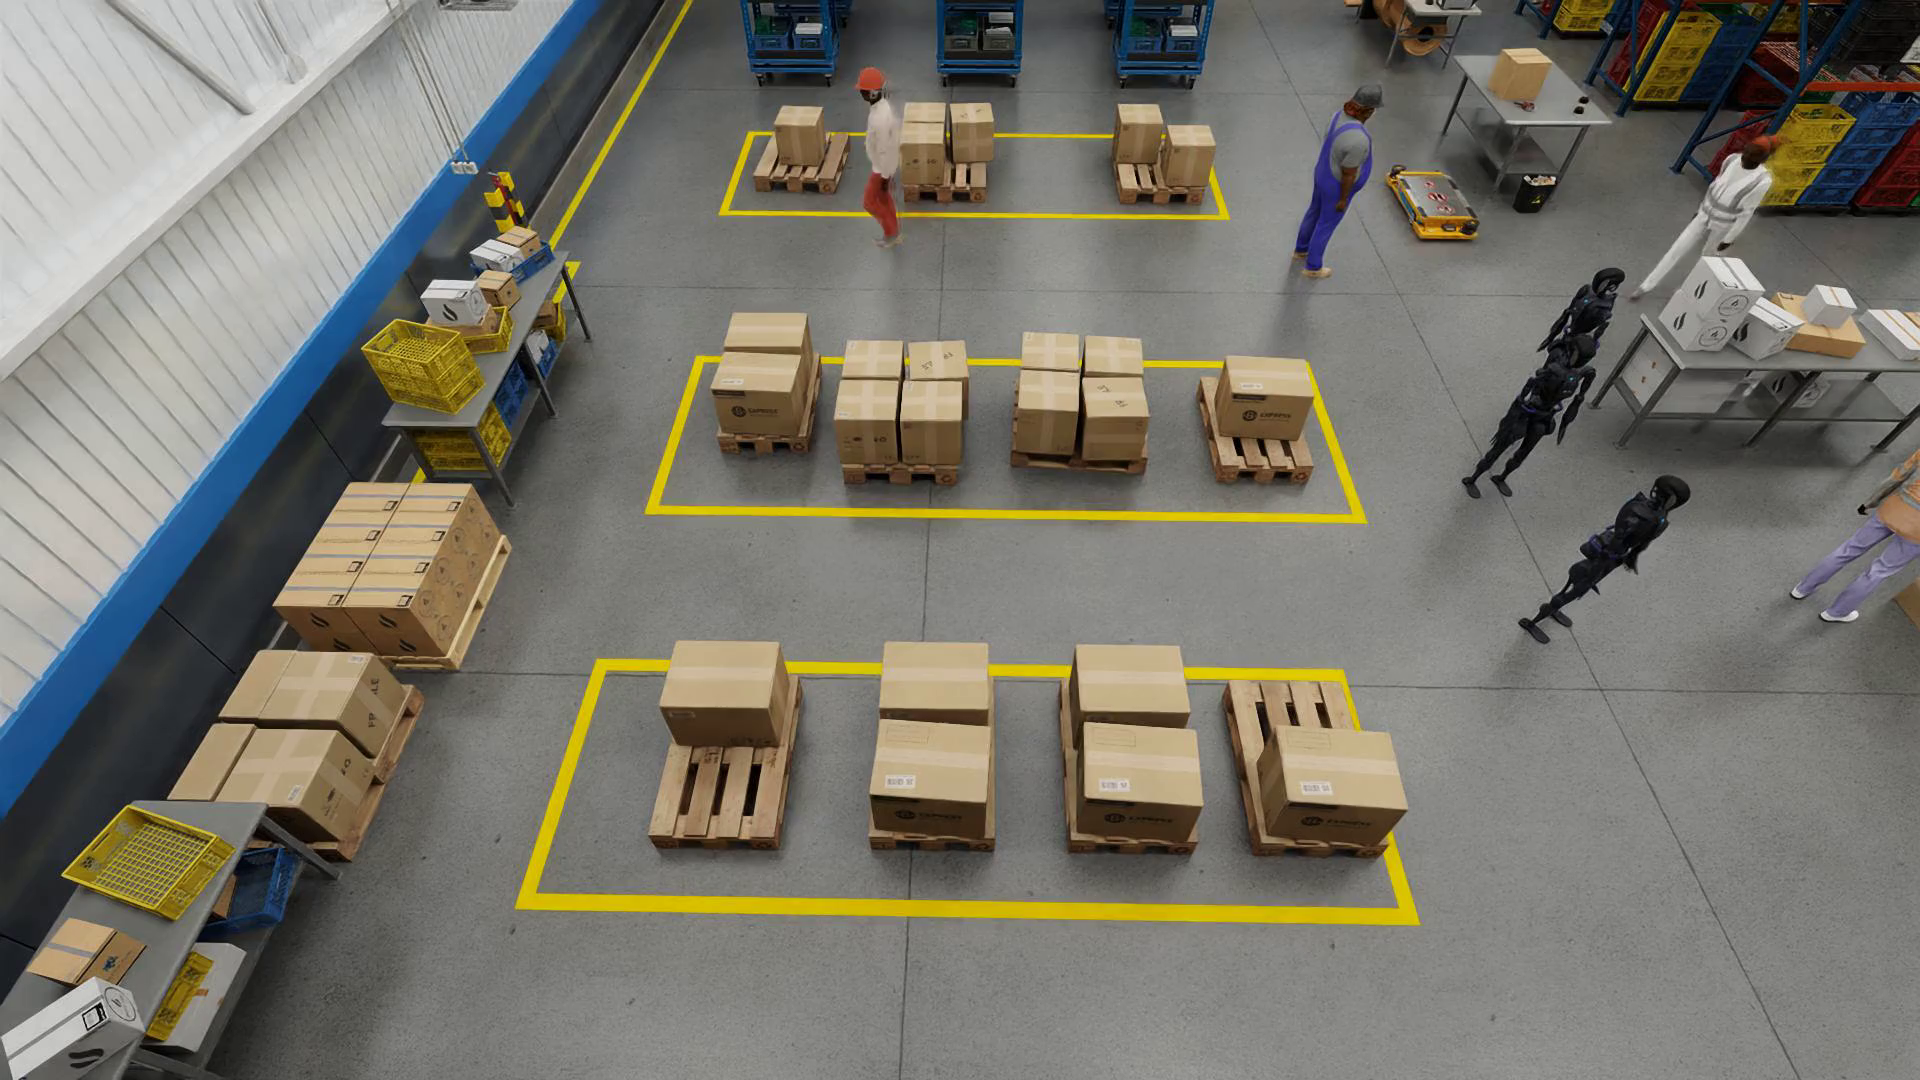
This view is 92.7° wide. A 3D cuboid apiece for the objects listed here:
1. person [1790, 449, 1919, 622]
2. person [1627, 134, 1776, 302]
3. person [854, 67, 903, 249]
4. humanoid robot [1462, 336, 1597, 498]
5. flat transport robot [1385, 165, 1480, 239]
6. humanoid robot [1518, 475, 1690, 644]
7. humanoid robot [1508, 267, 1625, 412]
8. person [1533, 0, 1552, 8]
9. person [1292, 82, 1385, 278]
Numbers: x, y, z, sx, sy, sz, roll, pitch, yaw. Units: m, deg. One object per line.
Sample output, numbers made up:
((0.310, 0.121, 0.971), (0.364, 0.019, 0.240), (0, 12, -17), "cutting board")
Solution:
((6.810, -0.131, 6.555), (0.381, 1.917, 0.592), (-16, 51, -14), "person")
((7.690, -3.238, 9.315), (0.931, 1.820, 0.596), (-12, 50, -10), "person")
((-0.884, -4.075, 9.930), (0.461, 1.973, 0.655), (-4, 49, -4), "person")
((4.652, -0.965, 7.436), (0.567, 1.650, 0.340), (-3, 49, -3), "humanoid robot")
((5.692, -4.094, 11.059), (0.652, 0.197, 1.431), (1, 49, 1), "flat transport robot")
((4.572, 0.147, 6.475), (0.561, 1.649, 0.357), (-24, 53, -19), "humanoid robot")
((5.313, -1.643, 8.021), (0.319, 1.652, 0.581), (2, 49, 2), "humanoid robot")
((9.906, -9.645, 14.892), (0.326, 1.765, 0.525), (-16, 51, -14), "person")
((3.992, -3.769, 9.625), (0.536, 2.000, 0.681), (-4, 49, -3), "person")
